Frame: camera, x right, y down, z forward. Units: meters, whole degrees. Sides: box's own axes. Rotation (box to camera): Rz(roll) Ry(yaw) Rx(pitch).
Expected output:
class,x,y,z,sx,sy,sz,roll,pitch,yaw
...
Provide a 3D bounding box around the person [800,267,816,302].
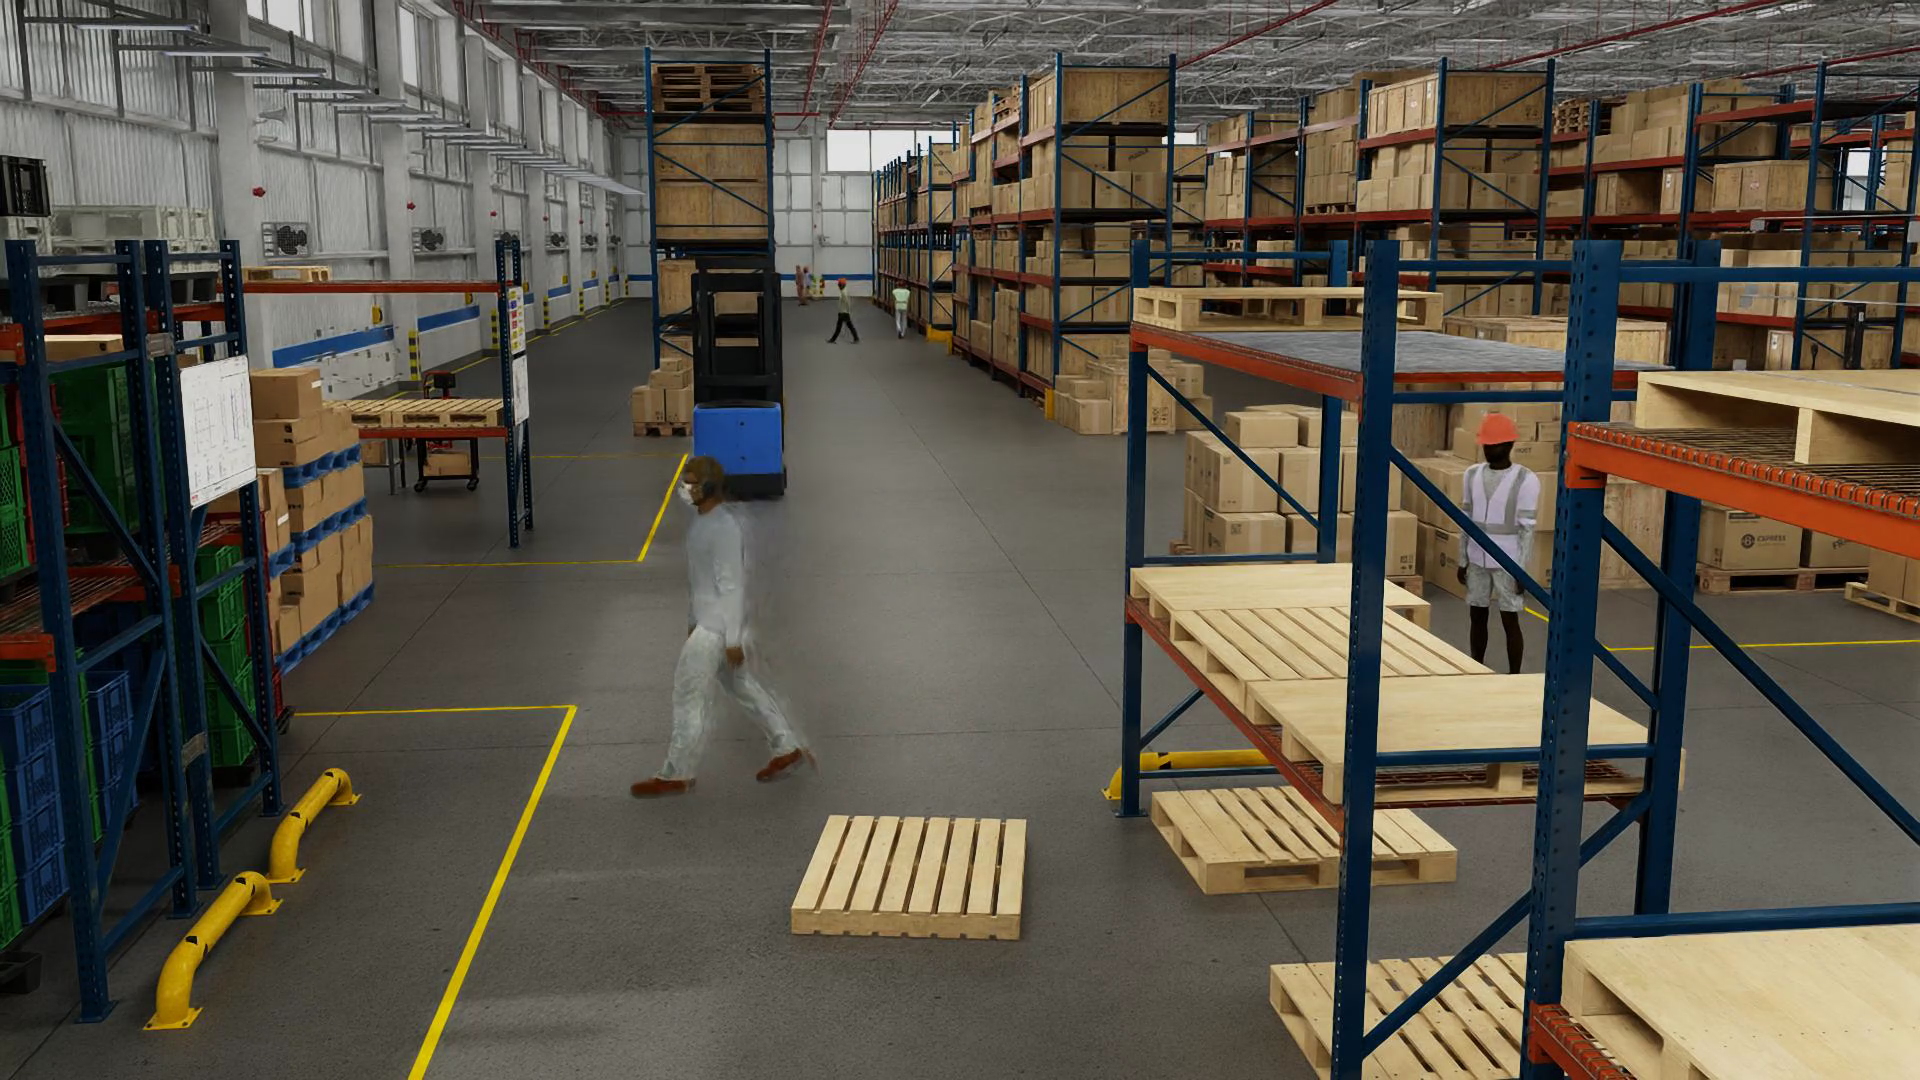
class,x,y,z,sx,sy,sz,roll,pitch,yaw
person,-7.448,-12.537,81.582,0.723,1.733,0.575,-2,10,-8

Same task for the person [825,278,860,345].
class,x,y,z,sx,sy,sz,roll,pitch,yaw
person,-3.387,-6.648,48.405,1.049,1.941,0.633,-1,10,-6

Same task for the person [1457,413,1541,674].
class,x,y,z,sx,sy,sz,roll,pitch,yaw
person,3.487,0.131,10.866,0.388,1.930,0.544,-9,13,-40

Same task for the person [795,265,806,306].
class,x,y,z,sx,sy,sz,roll,pitch,yaw
person,-7.406,-11.818,77.229,0.518,1.867,0.665,0,10,-3

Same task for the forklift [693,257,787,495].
class,x,y,z,sx,sy,sz,roll,pitch,yaw
forklift,-2.687,-2.014,20.094,1.129,2.768,1.873,-1,10,-6

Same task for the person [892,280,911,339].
class,x,y,z,sx,sy,sz,roll,pitch,yaw
person,-1.801,-7.089,51.137,0.584,1.825,0.581,-1,10,-7

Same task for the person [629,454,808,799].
class,x,y,z,sx,sy,sz,roll,pitch,yaw
person,-1.304,0.459,9.136,0.988,1.900,0.648,-3,11,-15

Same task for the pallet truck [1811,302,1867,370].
class,x,y,z,sx,sy,sz,roll,pitch,yaw
pallet truck,15.846,-3.142,28.793,1.885,1.965,0.823,2,10,12
